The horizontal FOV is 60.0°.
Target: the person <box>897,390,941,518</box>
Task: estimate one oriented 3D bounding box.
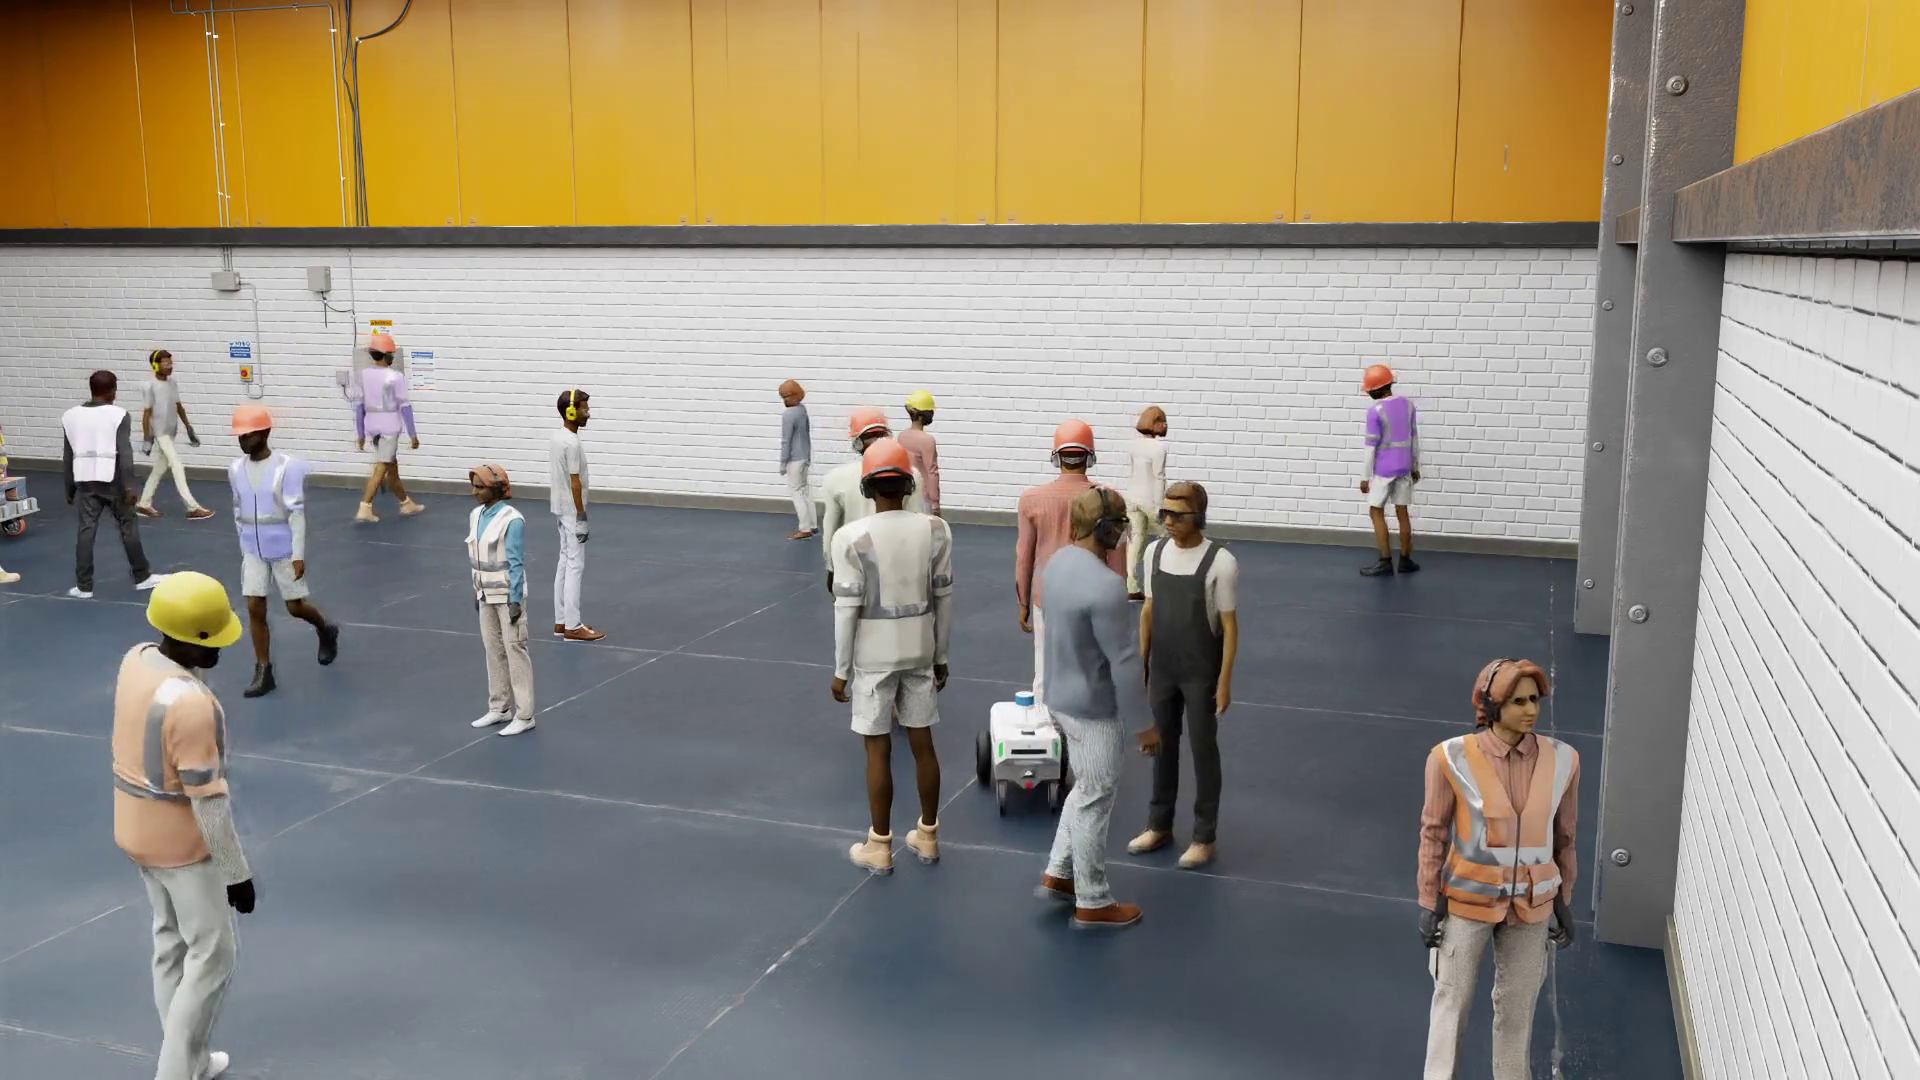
[{"bbox_3d":[-0.316,-0.324,13.423,0.316,1.766,0.533,-7,12,-34],"label":"person"}]

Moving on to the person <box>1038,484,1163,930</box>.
[{"bbox_3d":[0.569,0.721,7.067,0.436,1.930,0.653,-3,10,-15],"label":"person"}]

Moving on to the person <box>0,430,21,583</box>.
[{"bbox_3d":[-8.496,-0.540,14.423,0.625,1.844,0.429,9,13,40],"label":"person"}]

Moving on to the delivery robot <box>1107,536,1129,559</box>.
[{"bbox_3d":[1.135,0.095,14.204,0.477,0.478,0.707,8,13,39],"label":"delivery robot"}]

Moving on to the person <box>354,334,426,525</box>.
[{"bbox_3d":[-6.095,-1.174,17.603,0.622,1.996,1.073,5,11,24],"label":"person"}]

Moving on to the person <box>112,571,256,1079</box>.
[{"bbox_3d":[-2.630,1.021,5.549,0.658,1.878,0.402,9,13,41],"label":"person"}]

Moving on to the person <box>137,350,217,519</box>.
[{"bbox_3d":[-8.467,-1.121,17.776,0.966,1.821,0.508,1,10,4],"label":"person"}]

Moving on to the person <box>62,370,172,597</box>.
[{"bbox_3d":[-7.187,-0.475,13.974,0.671,1.880,0.646,1,10,3],"label":"person"}]

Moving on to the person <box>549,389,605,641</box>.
[{"bbox_3d":[-2.874,-0.184,12.352,0.312,1.864,0.532,-6,11,-28],"label":"person"}]

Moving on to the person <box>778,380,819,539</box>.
[{"bbox_3d":[-1.623,-0.802,16.562,0.304,1.608,0.607,3,11,17],"label":"person"}]

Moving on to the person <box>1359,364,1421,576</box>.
[{"bbox_3d":[3.855,-0.619,14.770,0.714,1.895,0.350,-6,12,-30],"label":"person"}]

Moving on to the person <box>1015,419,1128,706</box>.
[{"bbox_3d":[0.608,0.332,9.110,0.614,1.987,0.407,1,10,7],"label":"person"}]

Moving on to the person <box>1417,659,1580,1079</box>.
[{"bbox_3d":[1.710,1.175,5.314,0.523,1.645,0.306,-1,10,-5],"label":"person"}]

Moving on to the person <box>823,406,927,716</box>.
[{"bbox_3d":[-0.499,0.173,10.070,0.618,1.965,0.598,-1,10,-7],"label":"person"}]

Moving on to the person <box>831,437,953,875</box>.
[{"bbox_3d":[-0.330,0.540,7.781,0.610,2.040,0.394,-5,11,-28],"label":"person"}]

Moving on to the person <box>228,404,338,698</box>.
[{"bbox_3d":[-4.501,0.034,11.001,0.555,1.914,0.792,2,10,10],"label":"person"}]

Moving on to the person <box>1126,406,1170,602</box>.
[{"bbox_3d":[1.568,-0.288,13.607,0.507,1.612,0.521,-5,11,-25],"label":"person"}]

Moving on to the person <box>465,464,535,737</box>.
[{"bbox_3d":[-2.761,0.353,9.985,0.506,1.631,0.311,9,14,42],"label":"person"}]

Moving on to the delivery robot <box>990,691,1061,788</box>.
[{"bbox_3d":[0.343,1.049,8.831,0.477,0.478,0.707,0,10,-1],"label":"delivery robot"}]

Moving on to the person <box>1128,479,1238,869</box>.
[{"bbox_3d":[1.059,0.623,7.862,0.515,1.843,0.327,8,13,39],"label":"person"}]
